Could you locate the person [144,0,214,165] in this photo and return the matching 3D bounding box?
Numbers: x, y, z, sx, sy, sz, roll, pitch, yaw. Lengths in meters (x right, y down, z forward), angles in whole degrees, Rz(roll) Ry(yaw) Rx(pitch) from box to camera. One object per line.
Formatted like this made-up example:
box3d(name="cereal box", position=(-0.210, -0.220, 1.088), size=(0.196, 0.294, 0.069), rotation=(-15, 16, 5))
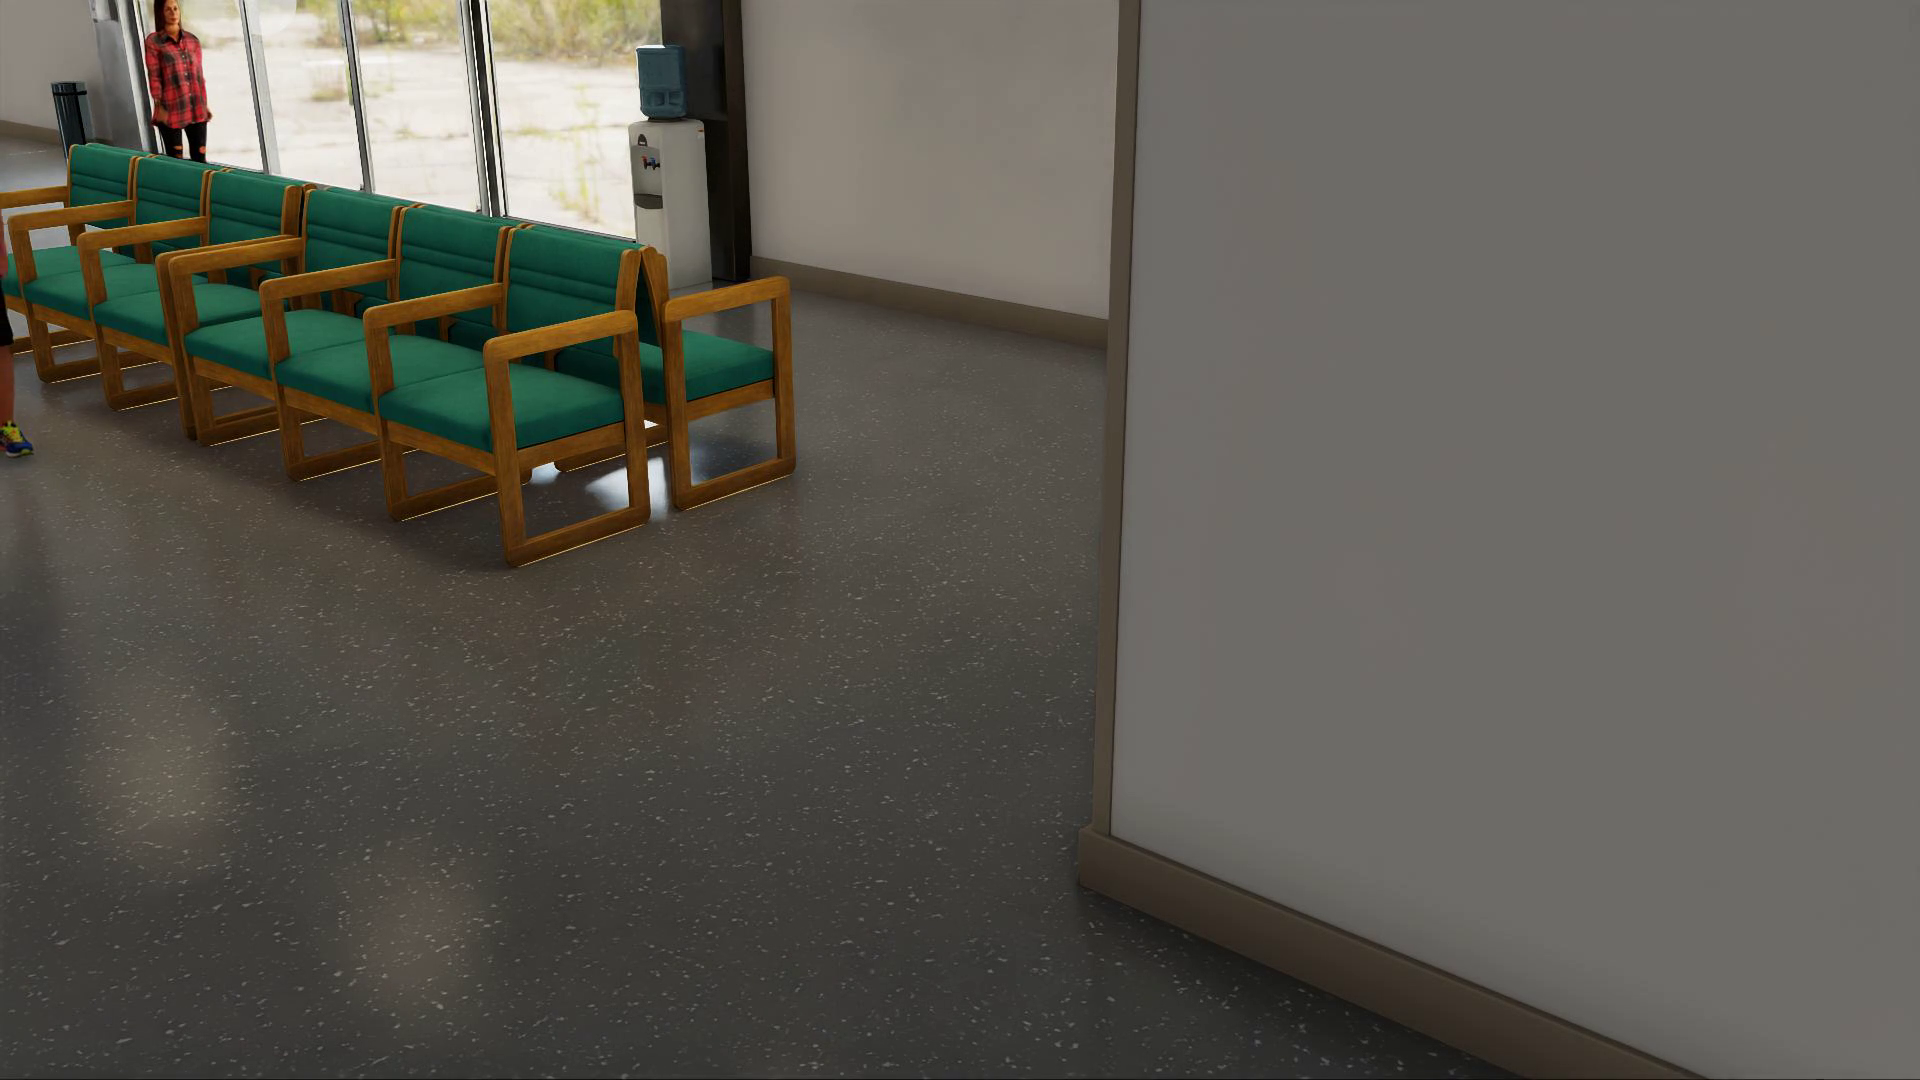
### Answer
box3d(name="person", position=(-5.987, -3.313, 12.788), size=(0.681, 1.702, 0.507), rotation=(14, 25, 33))
